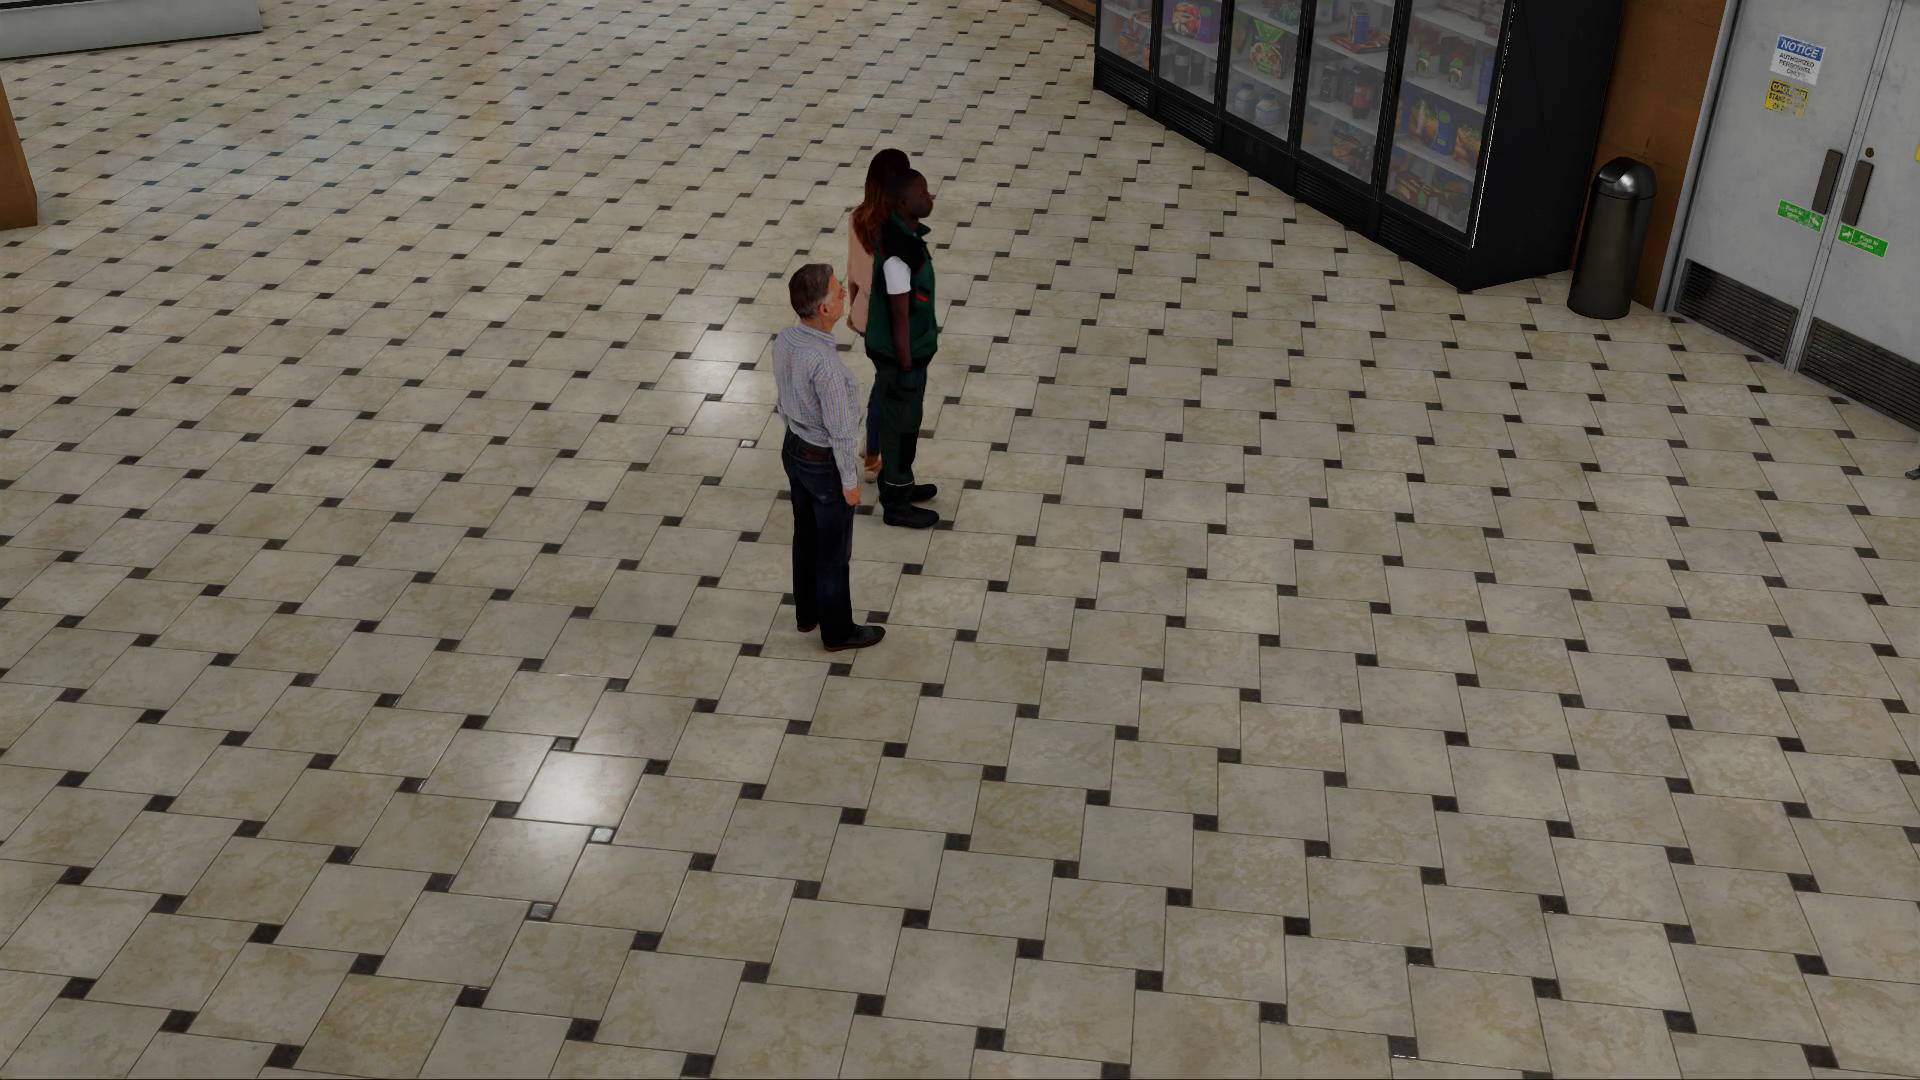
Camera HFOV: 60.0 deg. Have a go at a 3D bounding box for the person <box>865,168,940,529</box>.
[{"bbox_3d":[-0.281,-0.940,8.165,0.740,1.838,0.770,-1,32,-1],"label":"person"}]

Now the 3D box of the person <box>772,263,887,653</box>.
[{"bbox_3d":[-0.605,-0.352,7.237,0.617,1.820,0.683,-20,37,-29],"label":"person"}]

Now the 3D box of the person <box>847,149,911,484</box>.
[{"bbox_3d":[-0.447,-1.076,8.441,0.677,1.777,0.702,28,41,37],"label":"person"}]
